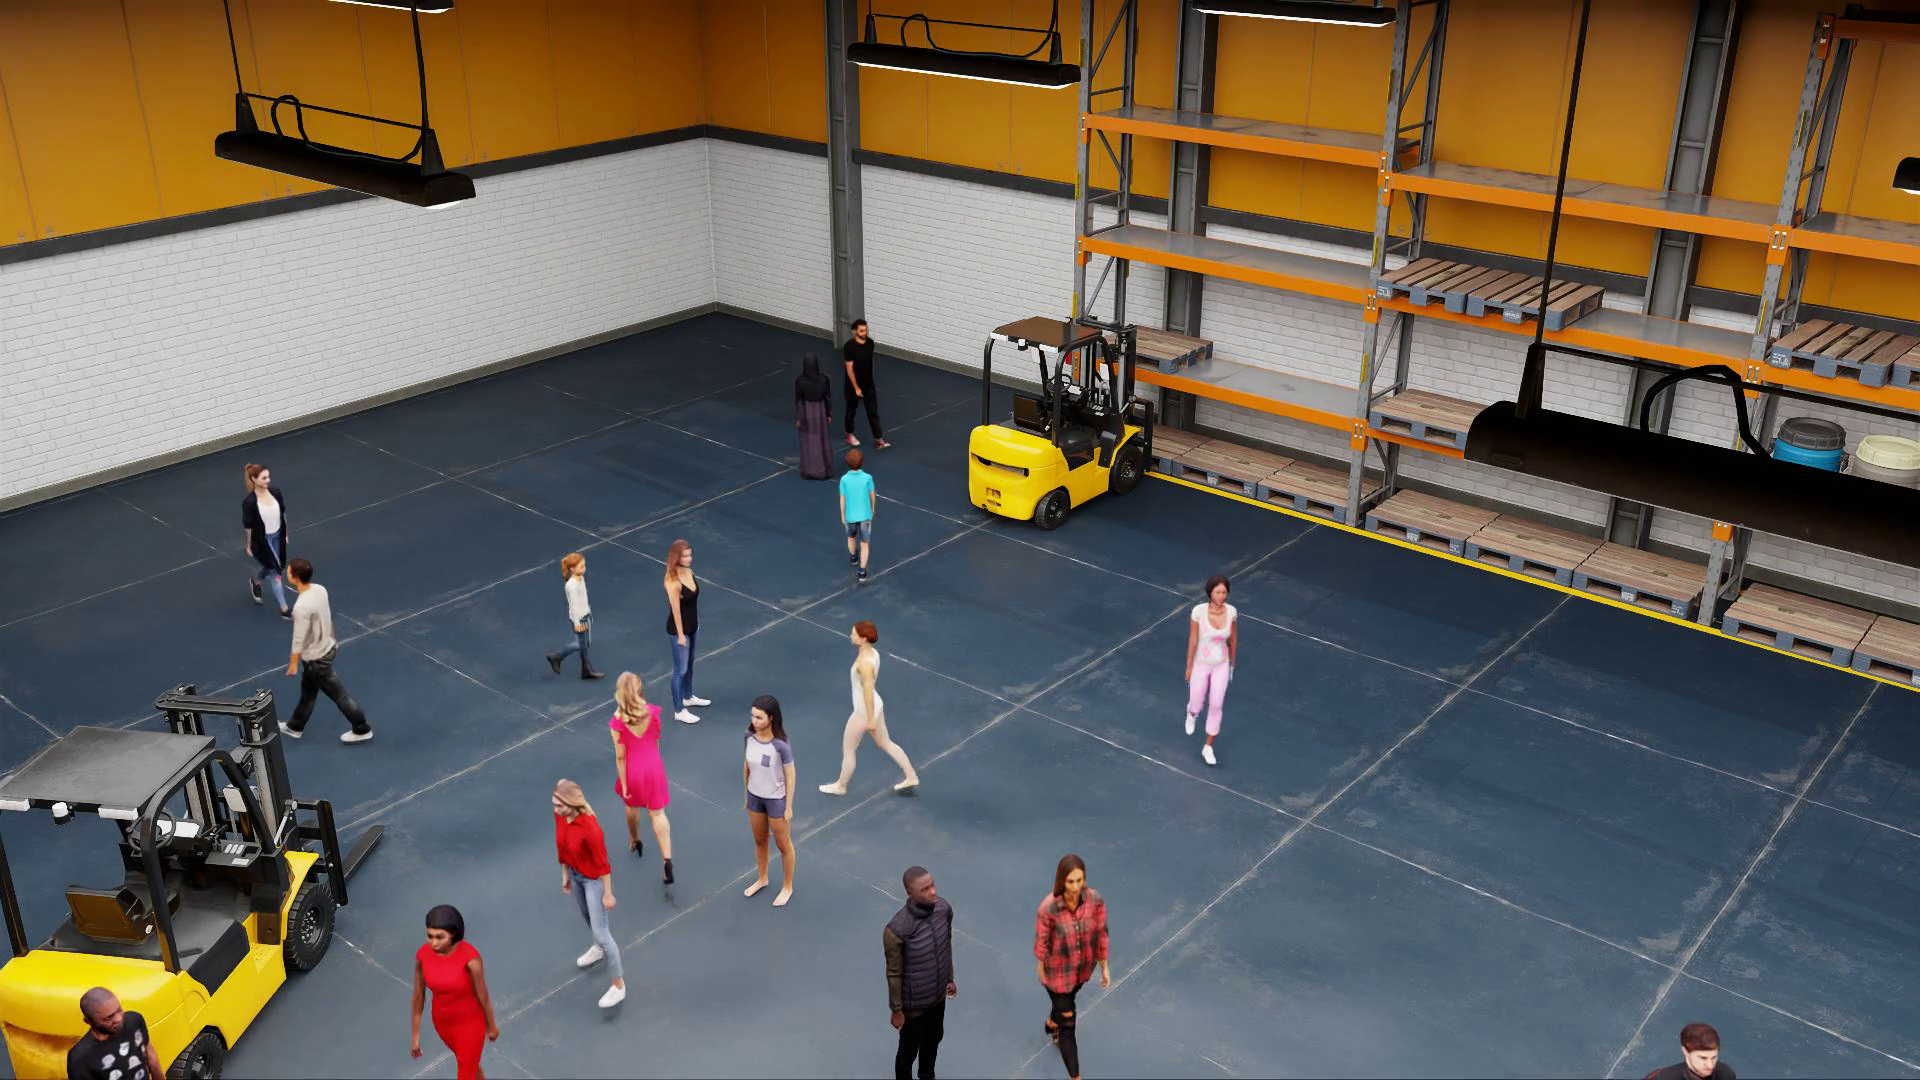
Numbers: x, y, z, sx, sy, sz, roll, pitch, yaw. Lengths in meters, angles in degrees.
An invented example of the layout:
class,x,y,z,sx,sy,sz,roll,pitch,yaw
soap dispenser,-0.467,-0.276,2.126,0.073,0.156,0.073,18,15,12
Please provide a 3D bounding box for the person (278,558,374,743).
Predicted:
class,x,y,z,sx,sy,sz,roll,pitch,yaw
person,-5.493,1.003,14.480,1.206,1.774,1.140,-2,24,-4

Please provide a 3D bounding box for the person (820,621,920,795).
class,x,y,z,sx,sy,sz,roll,pitch,yaw
person,-0.673,1.423,13.728,1.126,1.605,0.960,2,24,5

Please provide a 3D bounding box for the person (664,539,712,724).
class,x,y,z,sx,sy,sz,roll,pitch,yaw
person,-2.503,0.793,15.024,0.677,1.722,0.679,5,24,11

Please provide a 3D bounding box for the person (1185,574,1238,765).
class,x,y,z,sx,sy,sz,roll,pitch,yaw
person,2.141,1.071,14.374,0.869,1.732,0.932,-2,24,-5

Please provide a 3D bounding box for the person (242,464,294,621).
class,x,y,z,sx,sy,sz,roll,pitch,yaw
person,-7.125,-0.007,16.945,1.144,1.648,0.728,15,28,30

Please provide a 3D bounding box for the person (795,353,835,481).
class,x,y,z,sx,sy,sz,roll,pitch,yaw
person,-1.812,-1.534,20.481,0.716,1.614,0.762,-5,24,-11

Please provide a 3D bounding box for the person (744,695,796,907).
class,x,y,z,sx,sy,sz,roll,pitch,yaw
person,-1.422,1.925,12.420,0.500,1.733,0.676,13,27,28

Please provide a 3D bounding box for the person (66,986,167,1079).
class,x,y,z,sx,sy,sz,roll,pitch,yaw
person,-4.770,3.234,9.375,1.325,1.774,0.996,7,24,15

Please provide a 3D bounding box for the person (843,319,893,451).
class,x,y,z,sx,sy,sz,roll,pitch,yaw
person,-1.353,-2.005,21.431,0.811,1.717,1.154,-16,28,-32

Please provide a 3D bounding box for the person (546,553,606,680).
class,x,y,z,sx,sy,sz,roll,pitch,yaw
person,-3.656,0.732,15.684,0.816,1.305,0.712,2,24,4

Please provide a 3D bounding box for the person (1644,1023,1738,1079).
class,x,y,z,sx,sy,sz,roll,pitch,yaw
person,3.874,3.340,9.075,0.947,1.820,1.020,-6,24,-14

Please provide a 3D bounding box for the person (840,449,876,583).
class,x,y,z,sx,sy,sz,roll,pitch,yaw
person,-1.085,-0.244,17.780,0.943,1.415,0.972,-1,24,-1

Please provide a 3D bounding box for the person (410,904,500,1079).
class,x,y,z,sx,sy,sz,roll,pitch,yaw
person,-3.019,2.917,10.176,1.049,1.714,0.982,5,24,10

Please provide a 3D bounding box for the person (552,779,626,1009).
class,x,y,z,sx,sy,sz,roll,pitch,yaw
person,-2.557,2.366,11.487,0.627,1.673,0.842,19,30,37

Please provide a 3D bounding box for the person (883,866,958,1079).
class,x,y,z,sx,sy,sz,roll,pitch,yaw
person,-0.247,2.802,10.287,0.573,1.835,0.698,21,31,39

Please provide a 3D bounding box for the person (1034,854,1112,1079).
class,x,y,z,sx,sy,sz,roll,pitch,yaw
person,0.684,2.713,10.731,0.978,1.642,1.201,-8,25,-19

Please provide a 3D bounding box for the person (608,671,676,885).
class,x,y,z,sx,sy,sz,roll,pitch,yaw
person,-2.381,1.835,12.678,0.865,1.691,1.129,-10,26,-23
